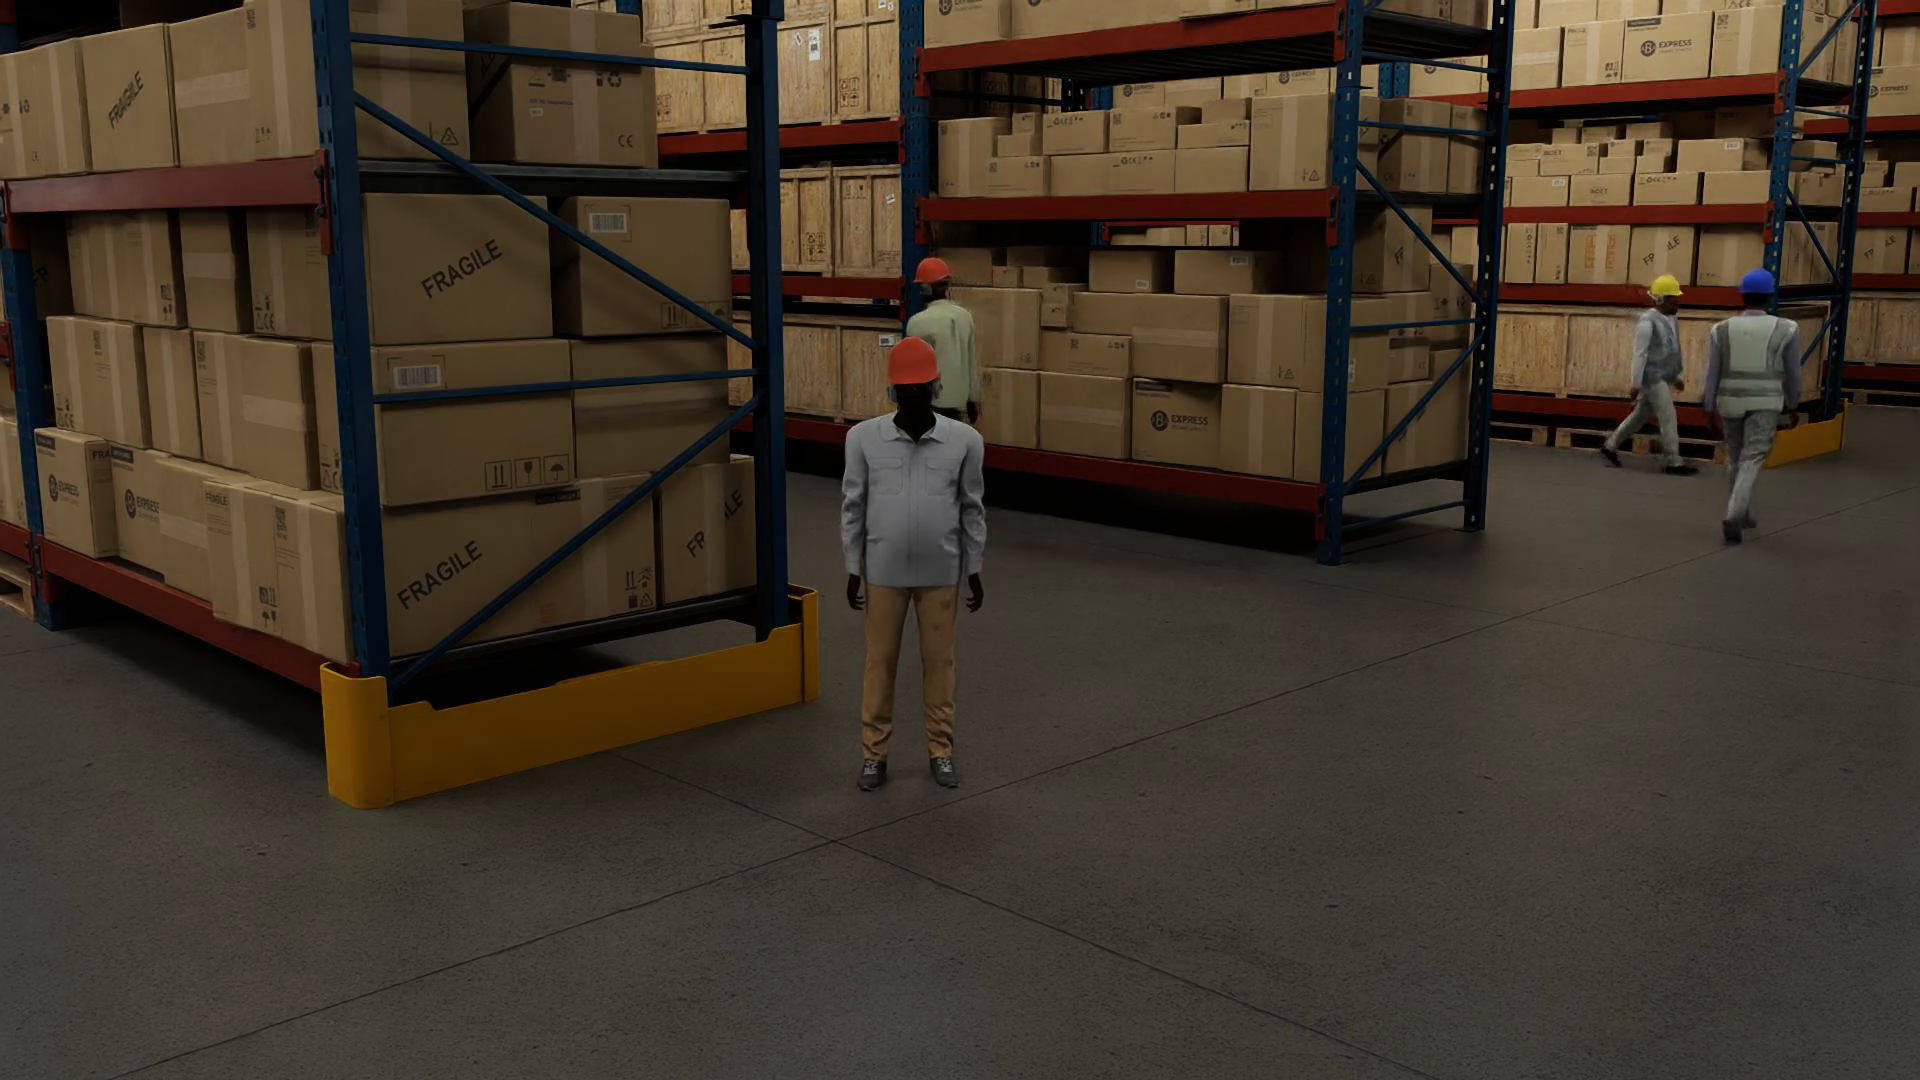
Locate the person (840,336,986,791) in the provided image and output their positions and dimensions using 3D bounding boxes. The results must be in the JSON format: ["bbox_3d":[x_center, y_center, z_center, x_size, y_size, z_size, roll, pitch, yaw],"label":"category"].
[{"bbox_3d":[-0.178,0.097,6.396,0.562,1.753,0.333,-1,10,-3],"label":"person"}]

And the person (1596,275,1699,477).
[{"bbox_3d":[6.211,-1.491,14.976,0.929,1.792,0.583,9,14,39],"label":"person"}]

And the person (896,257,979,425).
[{"bbox_3d":[-0.231,-0.986,11.690,0.702,1.971,0.654,9,14,41],"label":"person"}]

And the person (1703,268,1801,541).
[{"bbox_3d":[5.567,-0.959,11.749,0.600,1.916,0.962,9,14,40],"label":"person"}]
